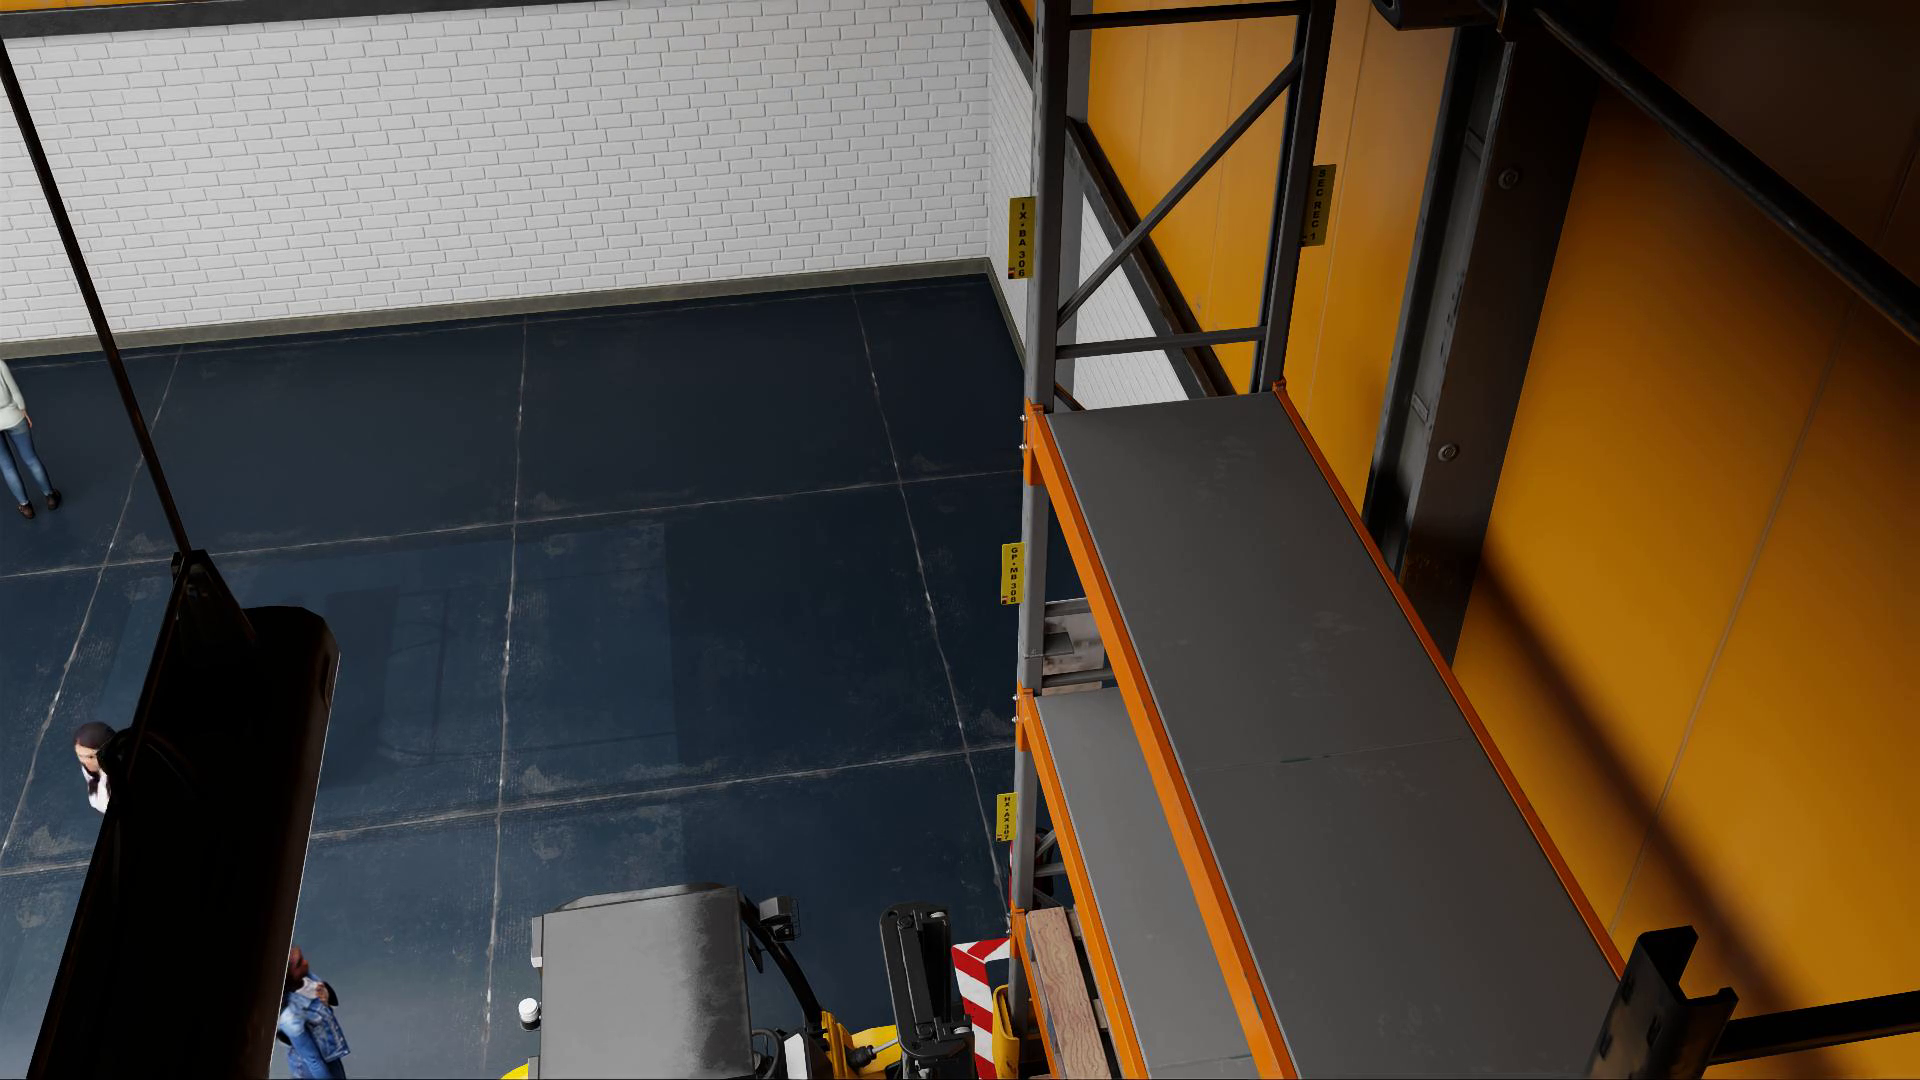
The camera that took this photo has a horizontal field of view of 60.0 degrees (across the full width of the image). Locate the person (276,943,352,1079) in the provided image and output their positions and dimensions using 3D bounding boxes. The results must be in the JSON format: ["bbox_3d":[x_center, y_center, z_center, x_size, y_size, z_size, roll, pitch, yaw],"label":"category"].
[{"bbox_3d":[-3.130,2.526,8.104,0.720,1.712,0.547,-16,41,-19],"label":"person"}]

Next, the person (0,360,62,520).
[{"bbox_3d":[-7.178,-0.889,12.434,0.635,1.644,0.621,-22,44,-25],"label":"person"}]

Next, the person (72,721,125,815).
[{"bbox_3d":[-4.472,1.603,9.242,0.871,1.733,1.054,11,40,14],"label":"person"}]
